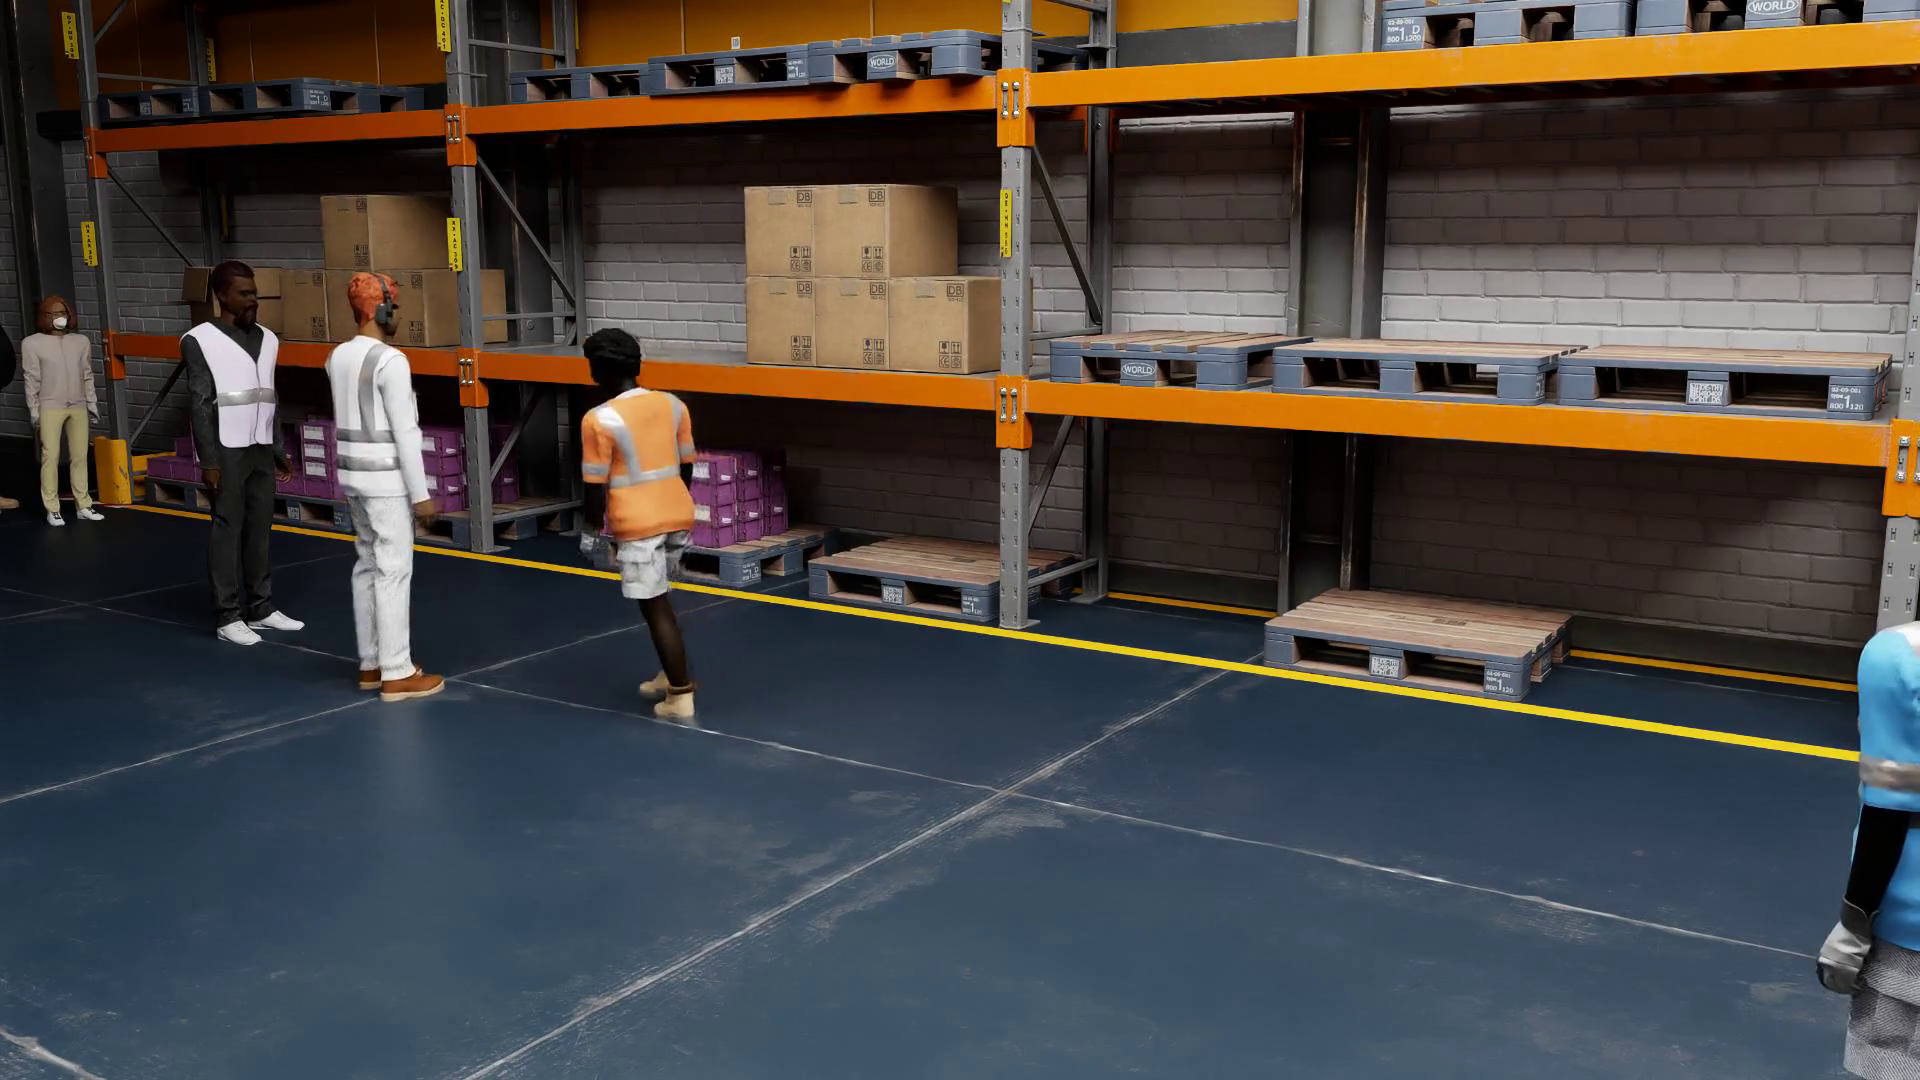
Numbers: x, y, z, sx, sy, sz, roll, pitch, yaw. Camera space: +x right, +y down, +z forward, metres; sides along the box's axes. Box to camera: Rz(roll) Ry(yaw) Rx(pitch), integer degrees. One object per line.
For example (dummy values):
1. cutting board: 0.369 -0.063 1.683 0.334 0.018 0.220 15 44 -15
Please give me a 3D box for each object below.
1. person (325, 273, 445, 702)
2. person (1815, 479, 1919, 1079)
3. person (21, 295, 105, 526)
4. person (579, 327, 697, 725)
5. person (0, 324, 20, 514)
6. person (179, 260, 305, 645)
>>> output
1. person: -2.546 -0.228 7.351 0.586 1.880 0.374 10 14 43
2. person: 1.748 0.661 2.914 0.540 1.697 0.318 -3 11 -16
3. person: -6.405 -0.925 11.882 0.275 1.632 0.507 6 12 32
4. person: -1.351 -0.053 6.974 0.589 1.654 0.549 7 12 34
5. person: -7.264 -1.200 12.279 0.537 2.000 0.682 -2 10 -10
6. person: -3.648 -0.442 8.440 0.393 1.912 0.591 3 11 17
